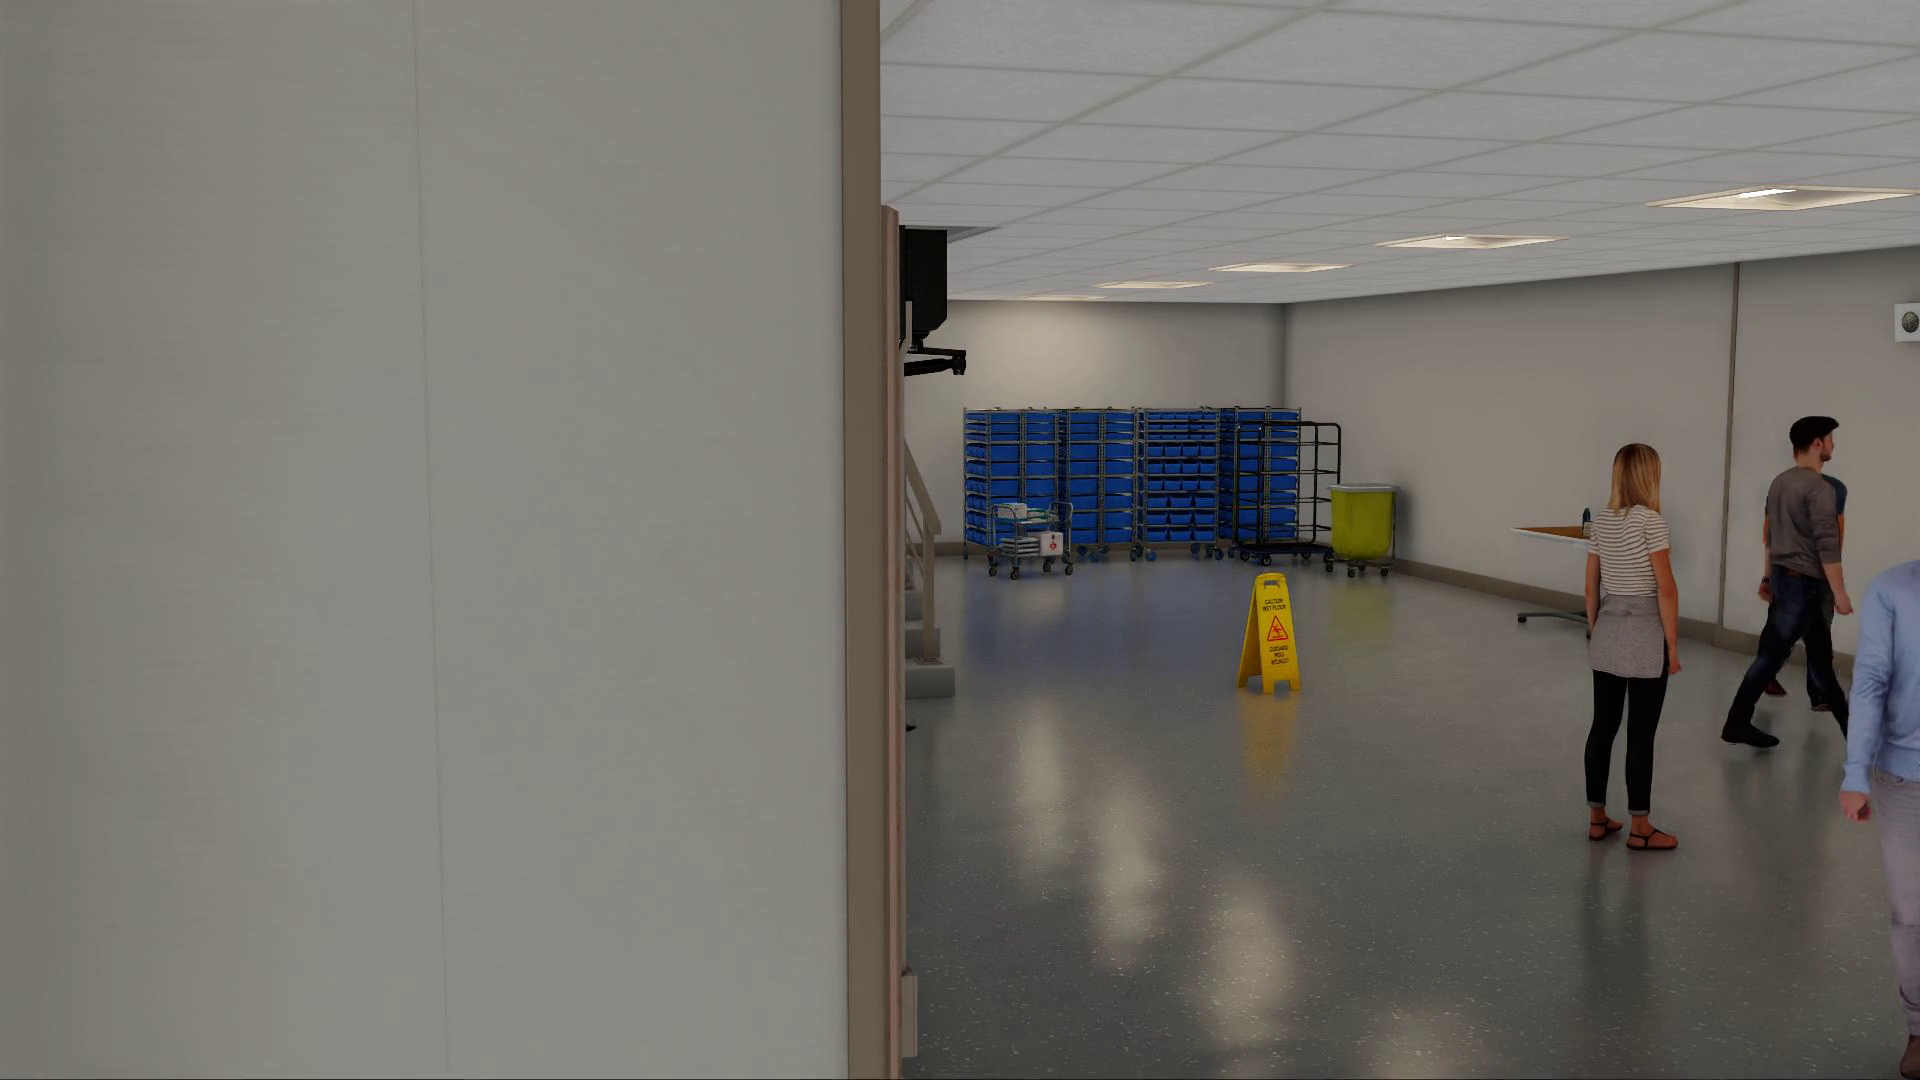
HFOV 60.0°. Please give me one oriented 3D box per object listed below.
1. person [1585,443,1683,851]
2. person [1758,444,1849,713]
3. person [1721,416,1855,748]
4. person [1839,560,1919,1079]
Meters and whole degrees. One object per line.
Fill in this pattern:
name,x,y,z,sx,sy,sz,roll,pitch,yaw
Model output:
person,3.033,0.473,7.543,0.724,1.826,0.563,-3,7,-31
person,5.308,0.213,10.563,0.983,1.739,1.280,0,6,5
person,4.614,0.278,9.325,1.063,1.857,1.249,1,6,6
person,2.906,0.725,4.903,1.121,1.853,1.177,3,7,30
